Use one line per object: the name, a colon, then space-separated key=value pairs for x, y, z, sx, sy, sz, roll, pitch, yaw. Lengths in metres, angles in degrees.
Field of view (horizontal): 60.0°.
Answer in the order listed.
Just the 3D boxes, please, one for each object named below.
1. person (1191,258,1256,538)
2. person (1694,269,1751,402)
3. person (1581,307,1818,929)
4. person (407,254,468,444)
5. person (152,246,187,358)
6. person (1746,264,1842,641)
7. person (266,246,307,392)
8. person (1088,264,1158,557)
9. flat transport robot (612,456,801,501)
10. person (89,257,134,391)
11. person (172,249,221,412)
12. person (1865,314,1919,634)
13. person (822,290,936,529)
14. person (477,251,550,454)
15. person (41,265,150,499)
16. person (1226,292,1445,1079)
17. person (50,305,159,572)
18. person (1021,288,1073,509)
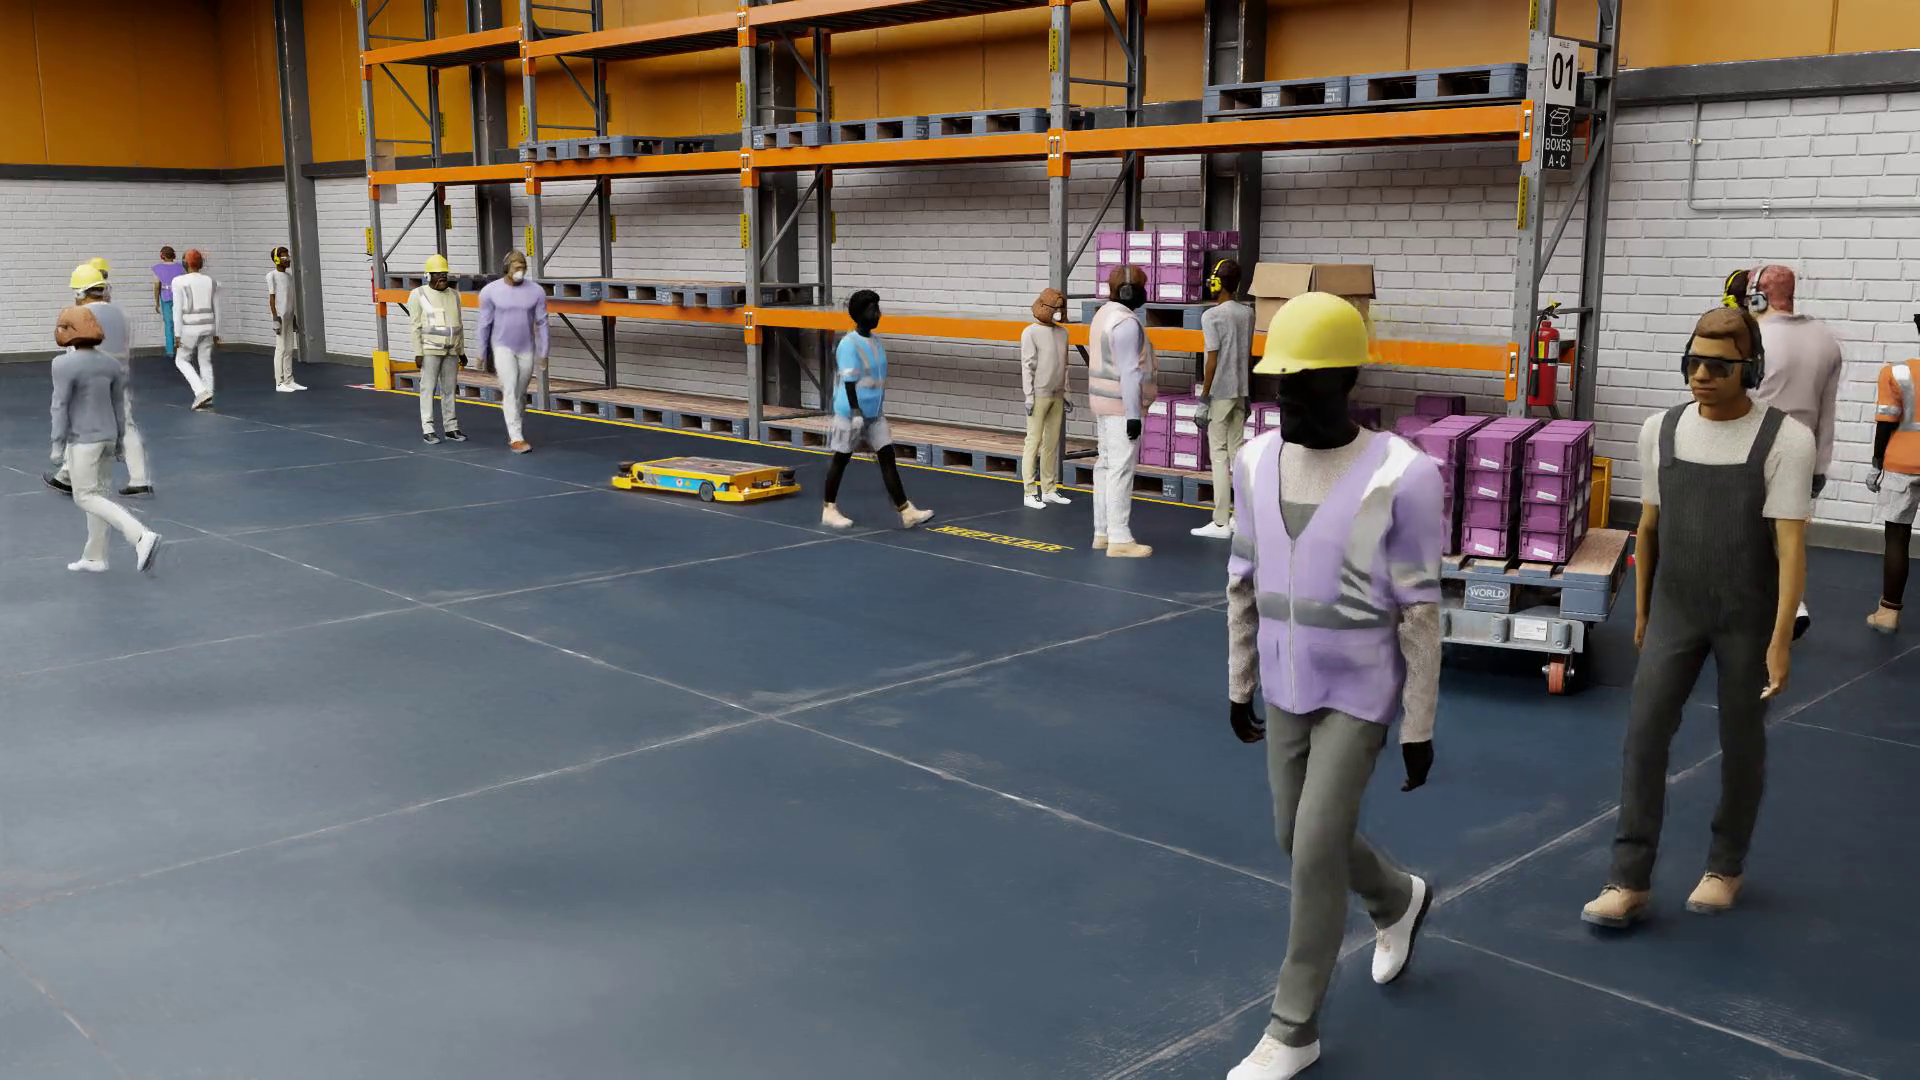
person: x=1.766 y=-0.944 z=11.158 sx=0.514 sy=1.871 sz=0.327 roll=-9 pitch=14 yaw=-40
person: x=4.178 y=-0.514 z=8.878 sx=0.519 sy=1.844 sz=0.521 roll=1 pitch=10 yaw=5
person: x=2.133 y=0.251 z=4.776 sx=0.533 sy=1.813 sz=0.801 roll=10 pitch=14 yaw=42
person: x=-5.084 y=-1.864 z=16.271 sx=0.403 sy=1.835 sz=0.586 roll=8 pitch=13 yaw=38
person: x=-13.008 y=-3.925 z=27.486 sx=0.566 sy=1.842 sz=0.389 roll=-8 pitch=13 yaw=-38
person: x=3.869 y=-0.381 z=8.056 sx=0.647 sy=1.882 sz=0.420 roll=-3 pitch=11 yaw=-18
person: x=-8.771 y=-2.859 z=21.627 sx=0.328 sy=1.862 sz=0.514 roll=1 pitch=10 yaw=7
person: x=1.036 y=-0.819 z=10.556 sx=0.429 sy=1.841 sz=0.633 roll=-2 pitch=11 yaw=-11
flat transport robot: x=-2.000 y=-0.493 z=13.063 sx=1.431 sy=0.197 sz=0.652 roll=7 pitch=13 yaw=35
person: x=-11.197 y=-2.786 z=21.553 sx=0.742 sy=1.742 sz=0.528 roll=-2 pitch=11 yaw=-10
person: x=-8.764 y=-2.394 z=19.069 sx=0.420 sy=1.866 sz=0.599 roll=7 pitch=12 yaw=32
person: x=4.890 y=-0.359 z=8.439 sx=0.540 sy=1.695 sz=0.317 roll=2 pitch=11 yaw=10
person: x=-0.609 y=-0.871 z=11.344 sx=0.876 sy=1.643 sz=0.545 roll=5 pitch=12 yaw=28
person: x=-4.242 y=-1.789 z=15.756 sx=0.669 sy=1.892 sz=1.019 roll=-6 pitch=12 yaw=-29
person: x=-6.673 y=-1.204 z=12.791 sx=0.924 sy=1.781 sz=0.624 roll=3 pitch=11 yaw=17
person: x=0.956 y=0.340 z=4.102 sx=0.816 sy=1.901 sz=0.597 roll=-8 pitch=13 yaw=-37
person: x=-5.095 y=-0.581 z=9.867 sx=0.653 sy=1.614 sz=0.501 roll=2 pitch=11 yaw=10
person: x=0.652 y=-1.059 z=12.432 sx=0.287 sy=1.633 sz=0.497 roll=10 pitch=14 yaw=42
